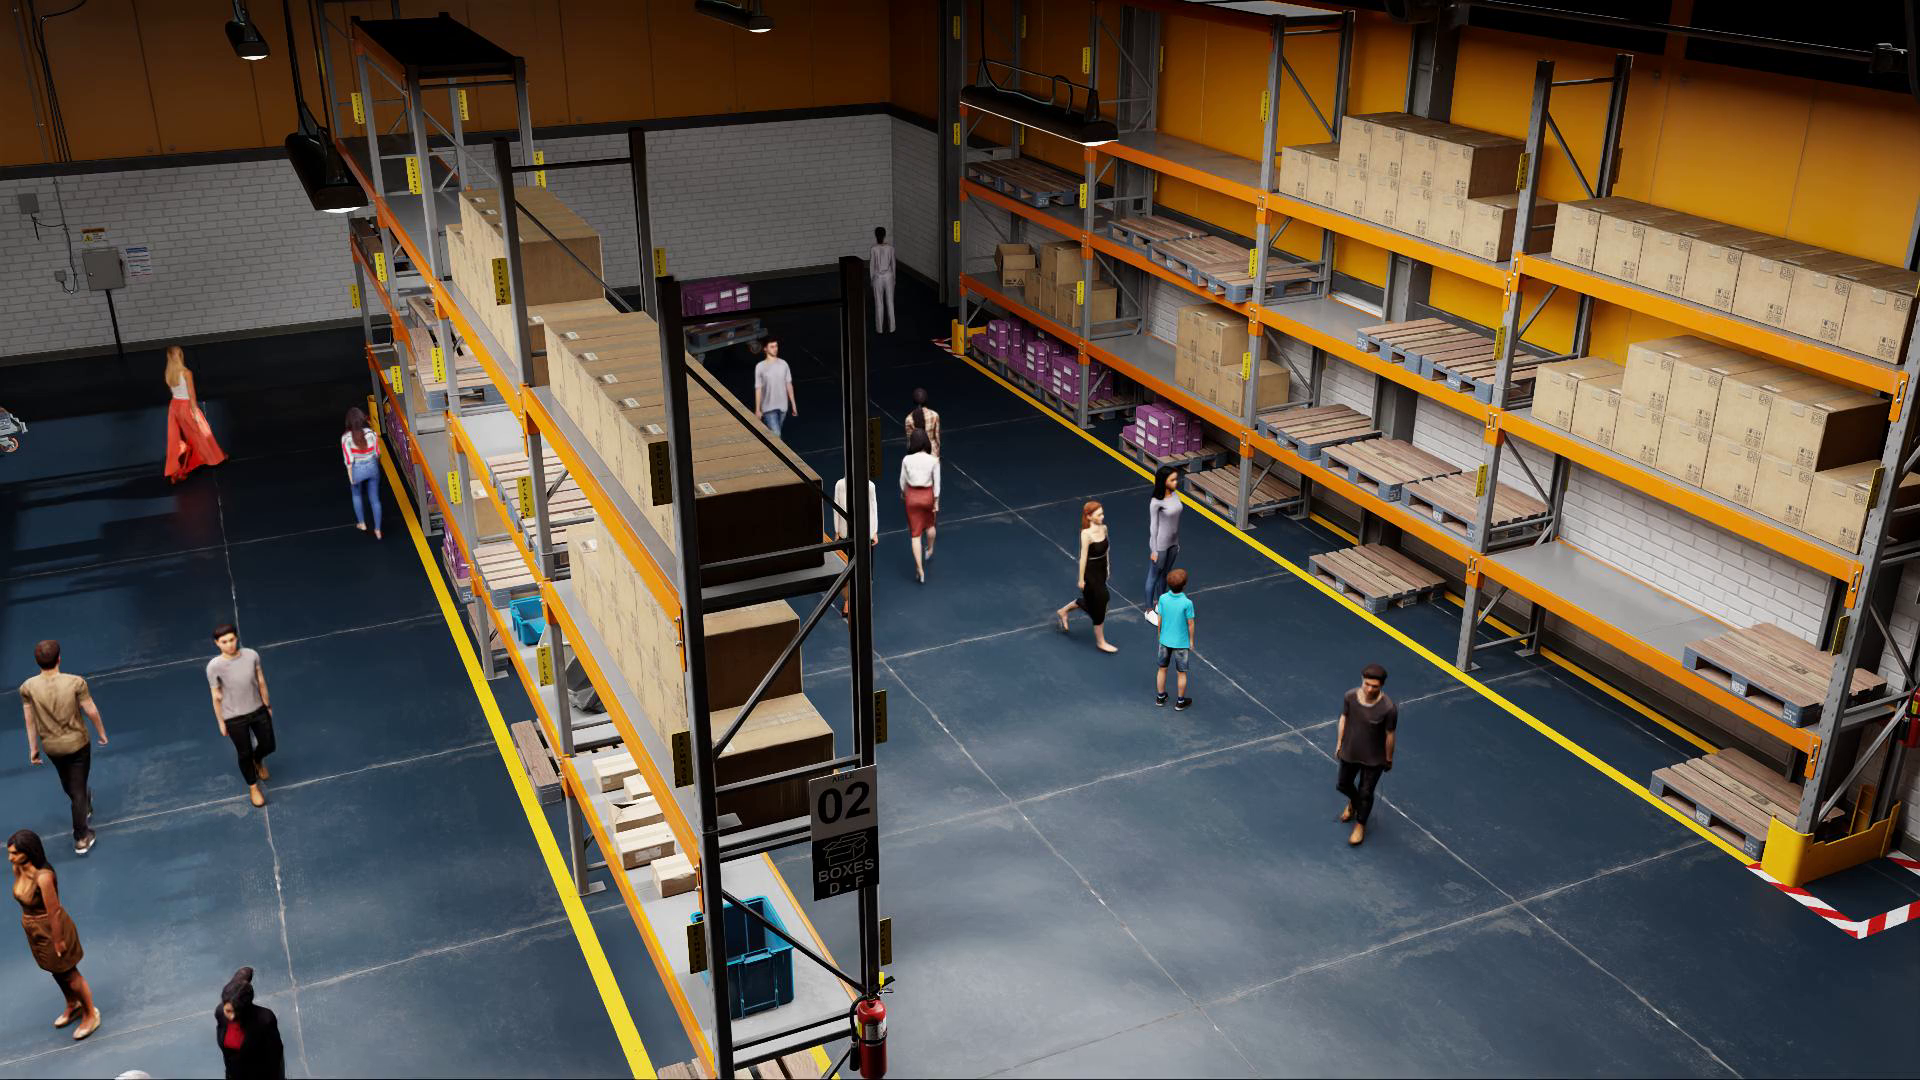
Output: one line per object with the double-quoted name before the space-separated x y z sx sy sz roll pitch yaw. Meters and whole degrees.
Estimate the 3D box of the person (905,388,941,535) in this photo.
"person" -0.402 -0.904 19.777 0.801 1.756 1.153 -3 24 -7

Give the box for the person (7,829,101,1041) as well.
"person" -6.325 2.729 11.557 0.604 1.683 0.701 14 27 30

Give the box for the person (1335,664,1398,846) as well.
"person" 3.379 1.723 13.848 0.858 1.691 0.893 17 29 34

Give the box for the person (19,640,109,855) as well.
"person" -7.375 1.732 13.667 0.865 1.820 1.154 -5 24 -11

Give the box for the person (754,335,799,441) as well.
"person" -2.463 -1.748 21.594 0.934 1.847 1.233 -22 32 -40

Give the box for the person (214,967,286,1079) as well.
"person" -4.356 3.300 10.351 0.772 1.602 0.847 5 24 12

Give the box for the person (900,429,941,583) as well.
"person" -0.446 -0.350 18.557 0.813 1.718 1.062 -2 24 -5

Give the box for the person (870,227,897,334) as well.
"person" -1.271 -4.304 27.533 0.639 1.773 0.613 -3 24 -8

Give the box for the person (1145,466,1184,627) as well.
"person" 2.148 0.035 17.652 0.661 1.737 0.677 20 31 38

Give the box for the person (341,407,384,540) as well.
"person" -7.016 -0.773 19.679 0.624 1.594 0.758 -11 26 -24

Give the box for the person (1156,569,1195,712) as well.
"person" 2.057 0.939 15.942 0.576 1.449 0.657 12 26 26

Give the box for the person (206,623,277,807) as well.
"person" -6.226 1.462 14.424 0.701 1.709 0.821 -17 29 -34

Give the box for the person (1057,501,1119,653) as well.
"person" 1.298 0.342 17.121 1.091 1.600 0.880 16 29 33

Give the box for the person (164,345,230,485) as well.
"person" -10.014 -1.570 21.315 1.228 1.745 1.271 9 25 20

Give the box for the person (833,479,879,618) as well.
"person" -1.101 -0.040 17.675 0.699 1.857 0.685 1 24 3
